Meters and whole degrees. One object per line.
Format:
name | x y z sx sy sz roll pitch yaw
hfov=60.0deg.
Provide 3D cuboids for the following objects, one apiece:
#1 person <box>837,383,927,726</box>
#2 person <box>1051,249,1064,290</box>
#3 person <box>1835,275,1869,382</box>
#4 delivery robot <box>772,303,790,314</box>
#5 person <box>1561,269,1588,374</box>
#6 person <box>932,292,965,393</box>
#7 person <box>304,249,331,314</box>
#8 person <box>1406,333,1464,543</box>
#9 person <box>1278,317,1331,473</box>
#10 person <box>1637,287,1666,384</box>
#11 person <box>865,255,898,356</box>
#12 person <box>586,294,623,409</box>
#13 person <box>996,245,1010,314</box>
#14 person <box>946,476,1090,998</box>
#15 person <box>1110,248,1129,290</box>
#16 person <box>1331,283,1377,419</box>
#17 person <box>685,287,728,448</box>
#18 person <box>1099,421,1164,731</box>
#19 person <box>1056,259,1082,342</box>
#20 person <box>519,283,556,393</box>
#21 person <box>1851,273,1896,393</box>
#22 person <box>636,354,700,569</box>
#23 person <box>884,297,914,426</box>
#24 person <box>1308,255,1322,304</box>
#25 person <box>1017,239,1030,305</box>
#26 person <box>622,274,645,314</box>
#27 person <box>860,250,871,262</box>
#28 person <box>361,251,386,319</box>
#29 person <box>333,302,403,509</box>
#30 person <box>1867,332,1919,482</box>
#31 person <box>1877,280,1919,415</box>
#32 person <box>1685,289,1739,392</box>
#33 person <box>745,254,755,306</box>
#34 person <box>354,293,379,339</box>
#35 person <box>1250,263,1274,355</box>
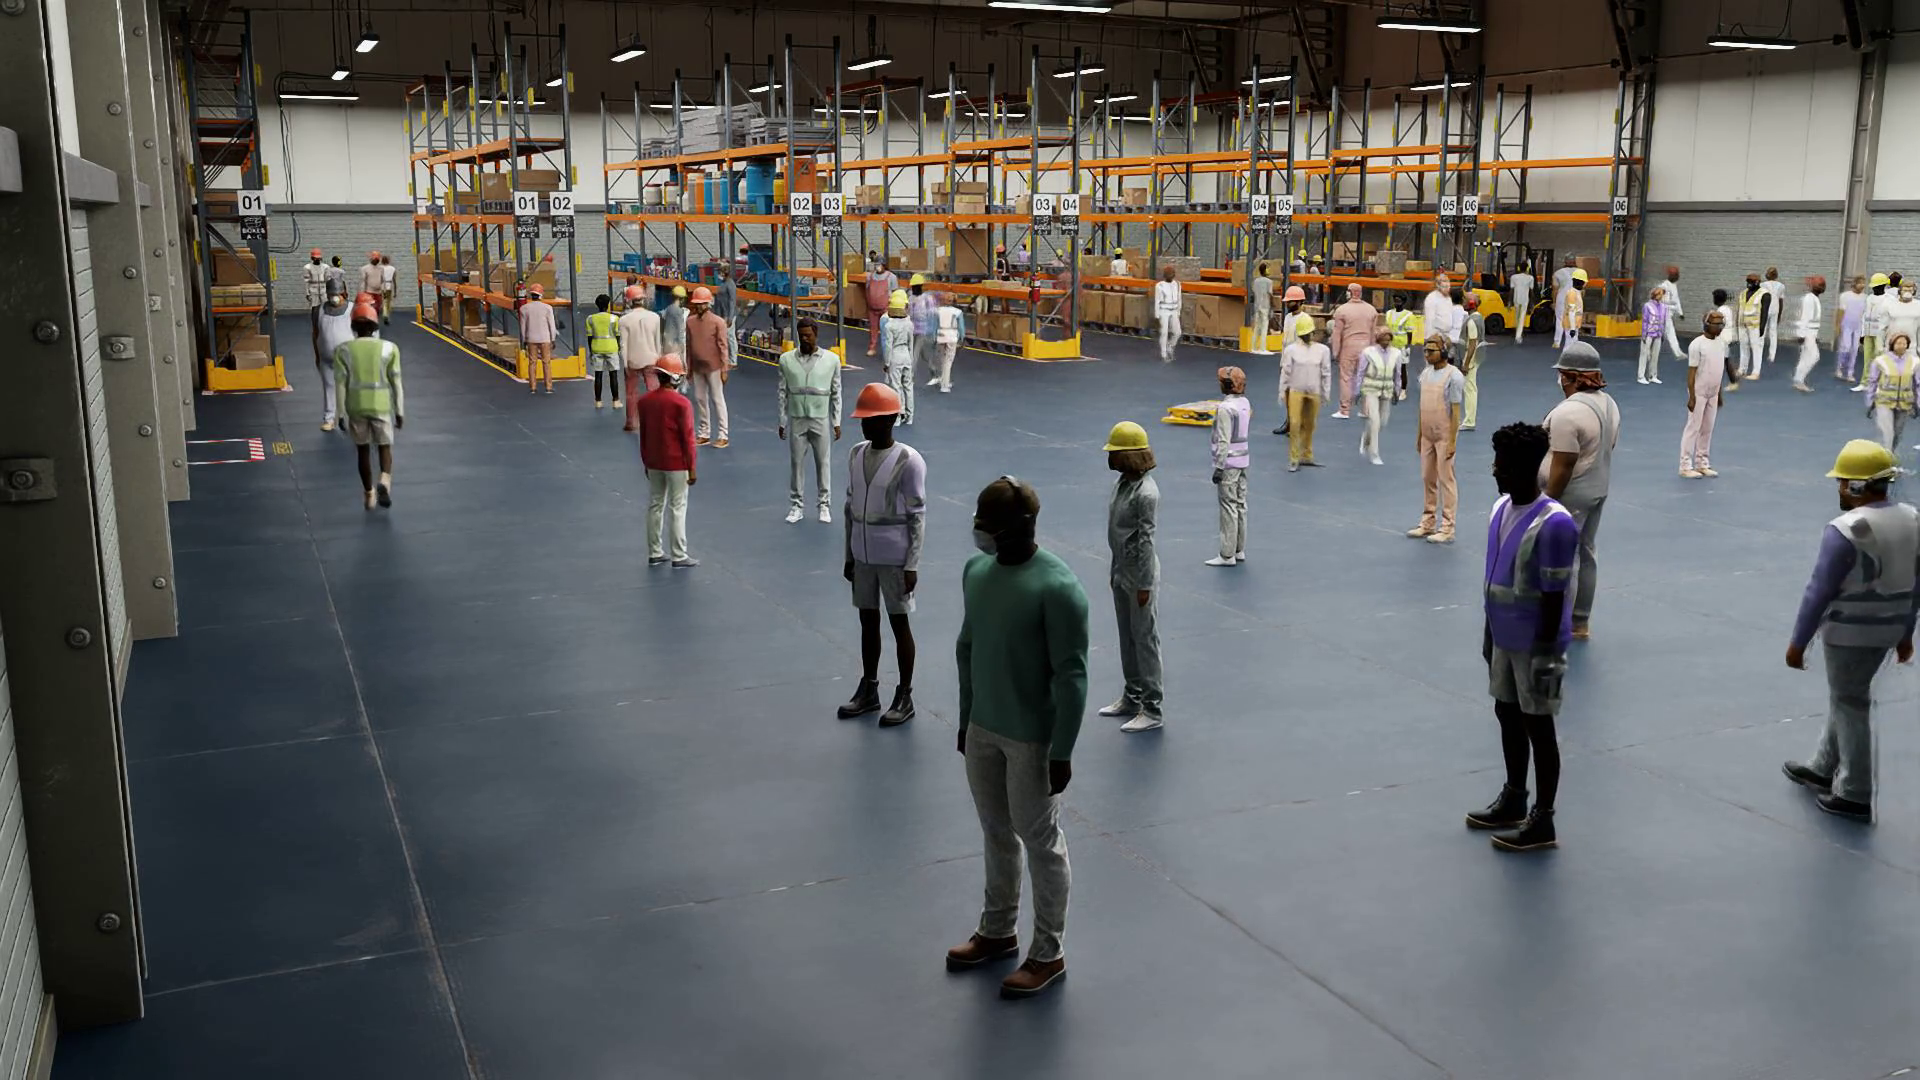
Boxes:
person | -0.450 0.082 9.379 0.542 1.938 0.358 8 14 35
person | 3.011 -7.953 50.643 0.525 1.772 0.305 -2 11 -12
person | 15.221 -3.596 28.339 0.545 1.829 0.405 0 11 0
delivery robot | -4.923 -6.466 45.943 0.477 0.478 0.707 3 12 17
person | 10.504 -3.665 28.472 0.381 1.917 0.585 4 12 20
person | -0.155 -3.198 26.889 0.514 1.604 0.817 6 12 27
person | -15.188 -5.875 39.412 0.607 2.035 0.407 -7 13 -30
person | 4.192 -0.896 14.612 0.340 1.838 0.505 -5 12 -24
person | 3.889 -1.636 18.665 0.586 1.720 0.598 -1 11 -4
person | 11.716 -3.453 28.128 0.514 1.634 0.313 -5 12 -24
person | -1.616 -4.727 33.553 0.683 2.000 0.538 3 12 15
person | -5.217 -2.765 24.458 0.534 1.698 0.318 0 11 2
person | 1.100 -6.807 44.164 0.435 2.033 0.610 4 12 21
person | 0.206 0.715 6.160 0.352 1.936 0.635 -9 14 -38
person | 4.374 -7.071 45.804 0.600 1.911 0.419 -6 13 -29
person | 5.528 -2.657 23.434 0.664 1.895 0.401 -3 12 -16
person | -3.128 -2.110 20.431 0.632 1.981 0.430 7 13 32
person | 0.950 0.197 9.318 0.339 1.734 0.482 -3 12 -17
person | 2.423 -5.236 36.579 0.640 1.880 0.820 -8 14 -37
person | -6.748 -3.225 26.651 0.563 1.752 0.326 0 11 0
person | 14.690 -3.315 26.692 0.378 1.918 0.585 -4 12 -17
person | -2.354 -0.643 13.556 0.567 1.743 0.347 7 13 31
person | -0.843 -2.426 22.618 0.484 1.744 0.295 -10 15 -42
person | 9.379 -6.637 43.972 0.329 1.765 0.525 0 11 -1
person | 2.081 -8.425 52.334 0.607 2.048 0.365 7 13 31
person | -6.654 -4.600 33.922 0.514 1.645 0.307 5 12 24
person | -3.063 -8.324 52.611 0.574 1.753 0.339 -4 12 -18
person | -14.317 -6.060 40.526 0.627 1.970 0.680 10 15 40
person | -5.689 -1.265 16.023 0.615 2.026 0.691 -4 12 -19
person | 10.151 -1.469 18.103 0.524 1.612 0.776 2 11 11
person | 13.457 -2.752 23.802 0.627 1.933 0.367 5 12 22
person | 12.252 -3.231 26.941 0.902 1.636 0.541 10 15 41
person | -6.532 -8.092 51.680 0.310 1.638 0.522 1 11 5
person | -8.436 -2.643 23.696 0.326 1.752 0.559 -6 13 -28
person | 6.147 -4.696 33.897 0.566 1.850 0.338 10 15 43
